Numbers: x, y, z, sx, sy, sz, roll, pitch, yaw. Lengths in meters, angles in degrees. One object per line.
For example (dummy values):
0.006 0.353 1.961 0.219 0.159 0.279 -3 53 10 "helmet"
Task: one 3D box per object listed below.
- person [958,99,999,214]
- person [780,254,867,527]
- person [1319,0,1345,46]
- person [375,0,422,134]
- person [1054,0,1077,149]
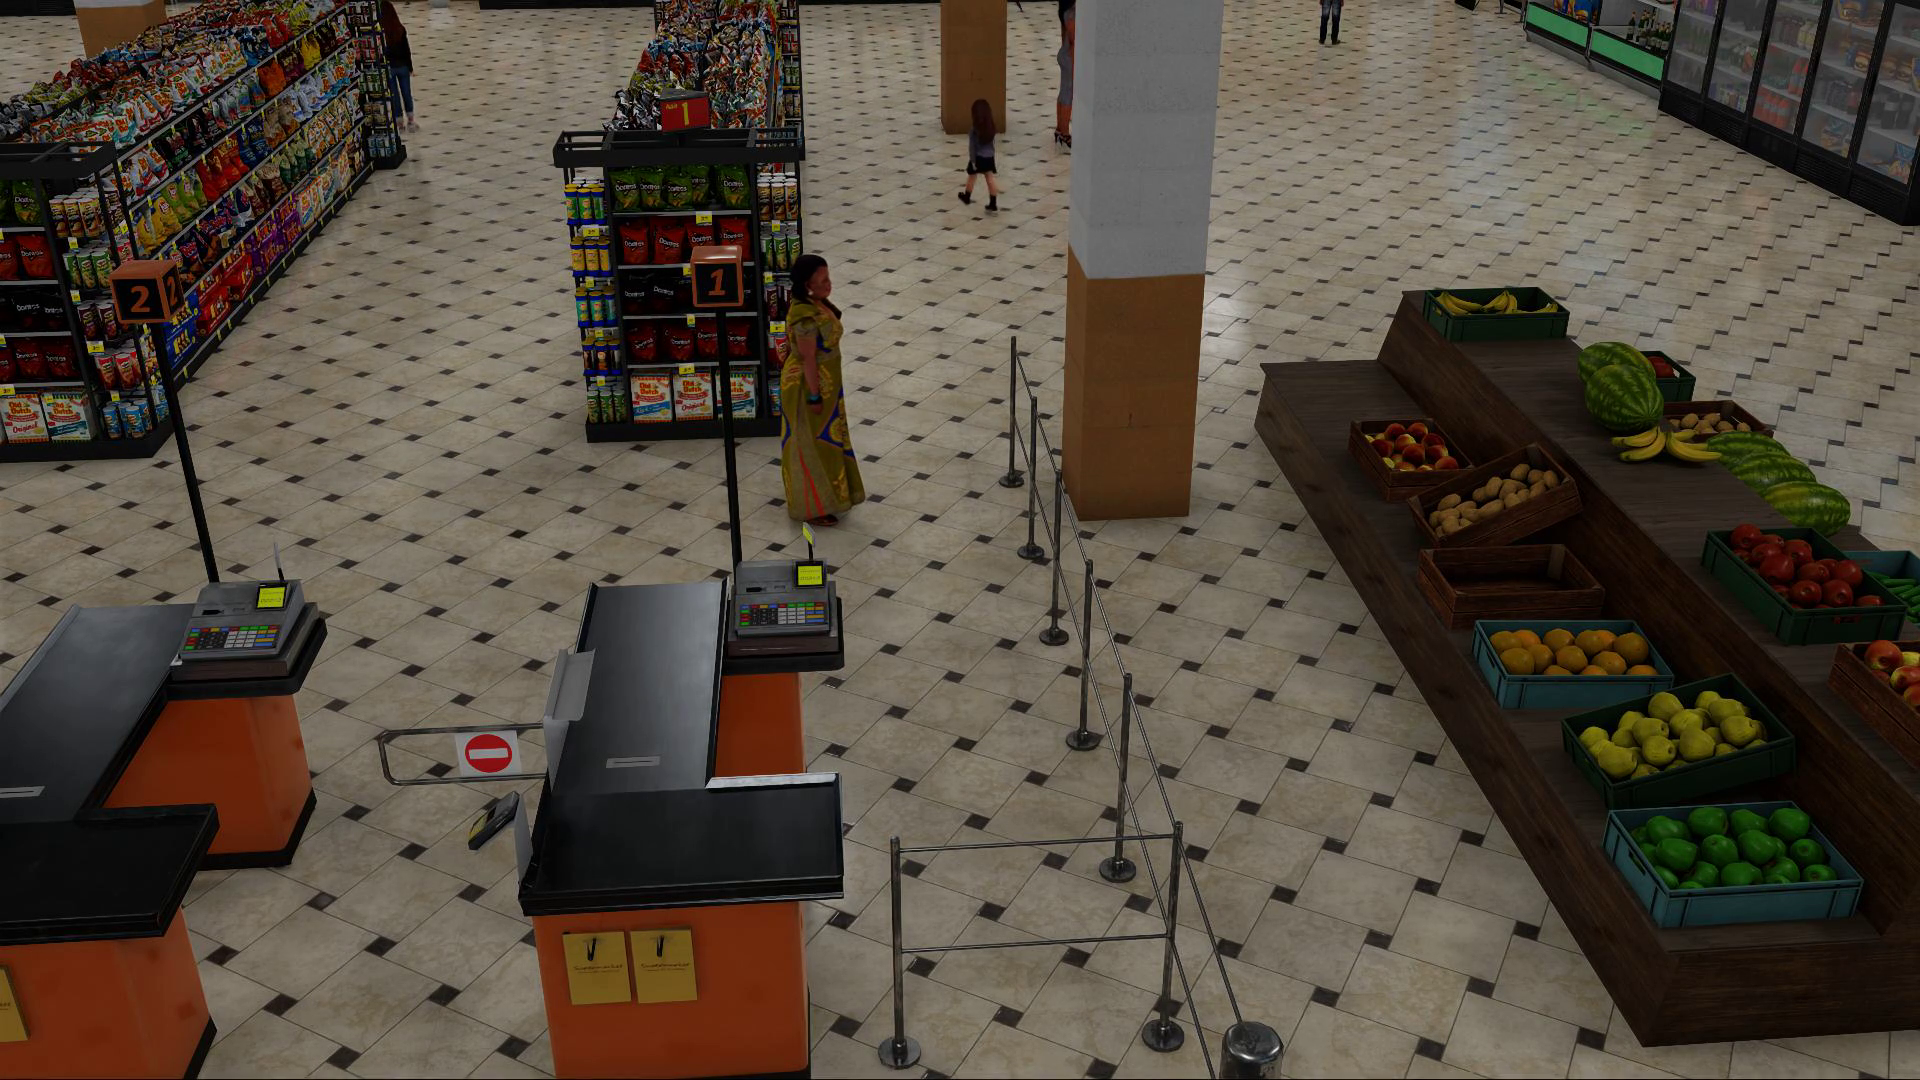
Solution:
0.249 -3.713 16.164 0.681 1.078 0.850 -15 31 -28 "person"
-0.889 -0.918 10.009 0.938 1.660 0.747 0 27 1 "person"
5.384 -7.853 24.075 0.575 1.308 0.595 10 29 19 "person"
-6.498 -5.438 19.120 0.648 1.481 0.674 -14 30 -26 "person"
1.203 -5.293 18.504 0.640 1.781 0.450 -3 27 -6 "person"
